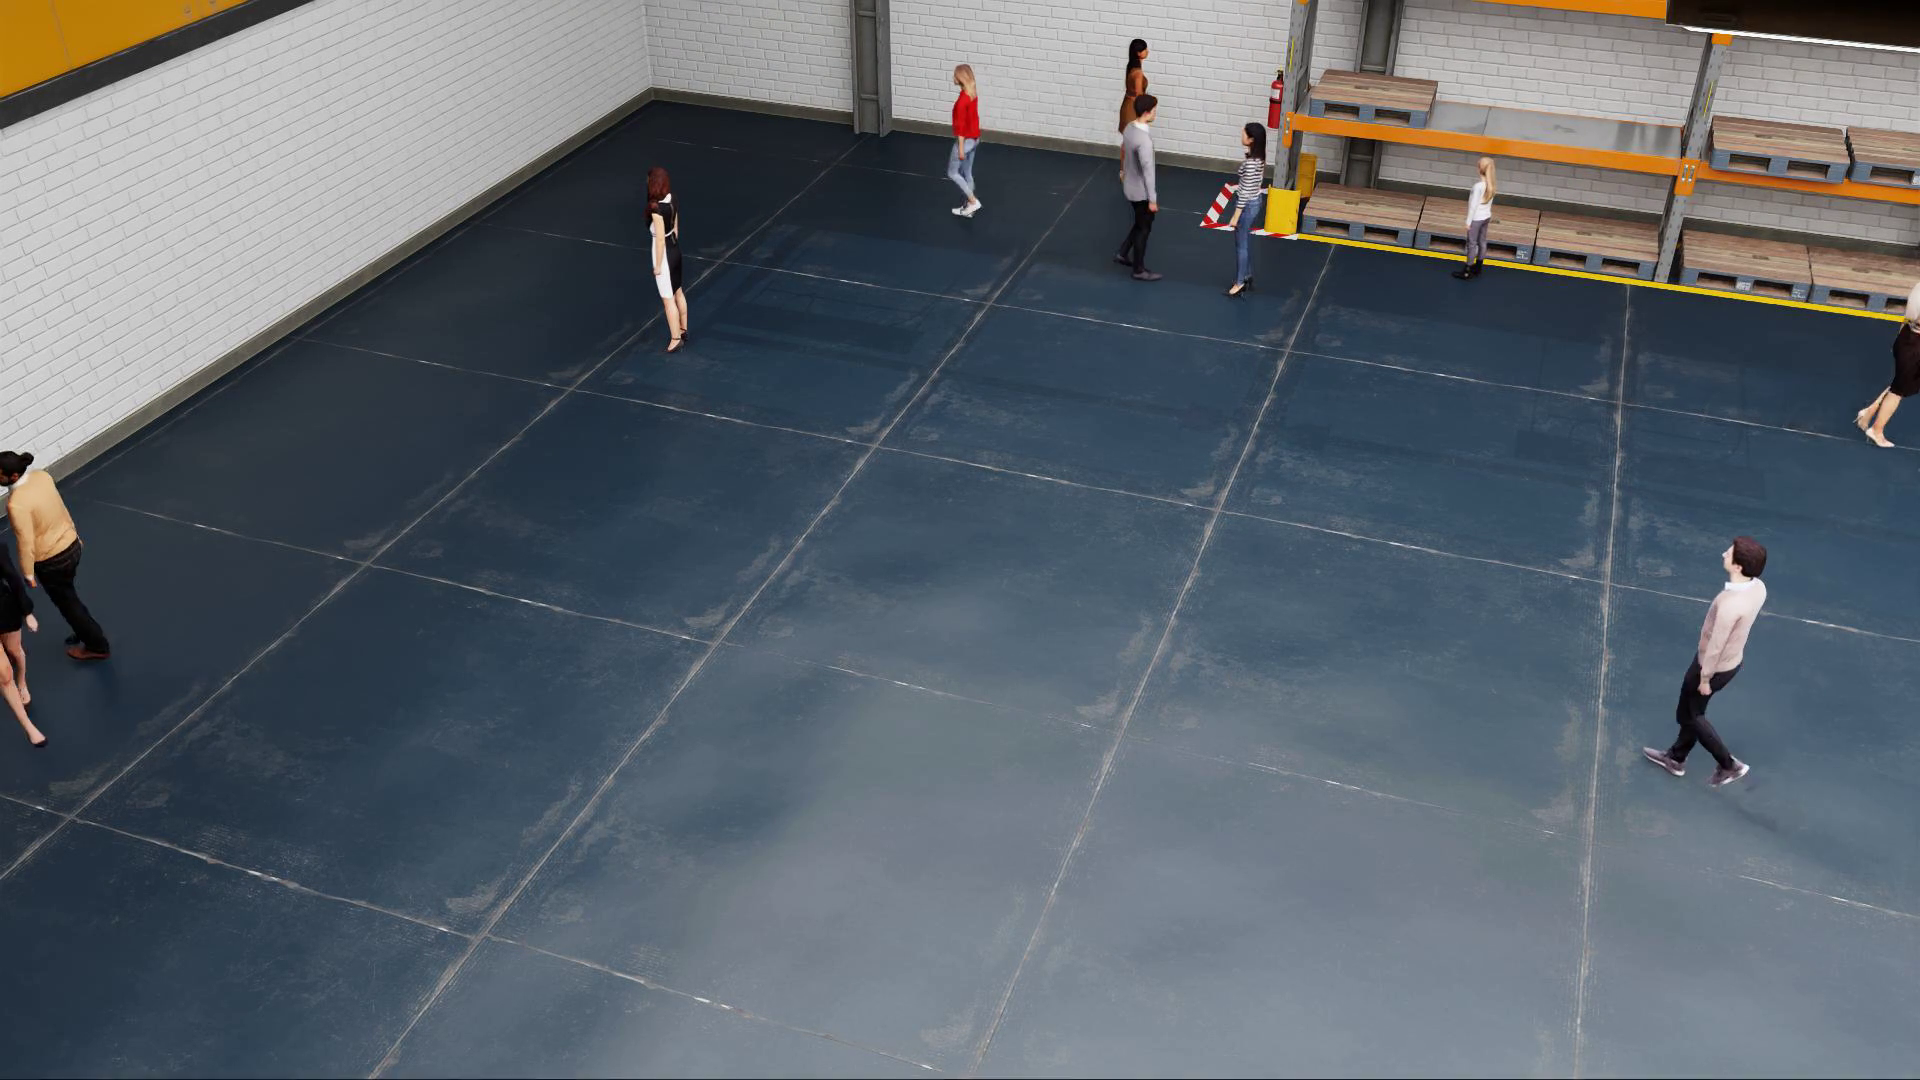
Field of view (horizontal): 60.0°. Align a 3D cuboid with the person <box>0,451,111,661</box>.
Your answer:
[{"bbox_3d":[-6.104,0.124,11.340,0.760,1.726,0.779,1,34,1],"label":"person"}]

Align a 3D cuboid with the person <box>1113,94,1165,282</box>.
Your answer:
[{"bbox_3d":[1.727,-3.520,16.655,0.938,1.911,0.917,-4,34,-5],"label":"person"}]

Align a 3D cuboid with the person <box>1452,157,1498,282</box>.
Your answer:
[{"bbox_3d":[5.262,-3.255,16.827,0.576,1.278,0.622,-22,39,-29],"label":"person"}]

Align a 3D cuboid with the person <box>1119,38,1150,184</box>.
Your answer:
[{"bbox_3d":[1.960,-4.829,18.825,0.639,1.690,0.633,-3,34,-5],"label":"person"}]

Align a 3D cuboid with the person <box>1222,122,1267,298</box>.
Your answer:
[{"bbox_3d":[2.832,-3.223,16.314,0.511,1.794,0.617,12,35,17],"label":"person"}]

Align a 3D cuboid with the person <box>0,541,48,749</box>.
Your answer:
[{"bbox_3d":[-6.279,0.500,10.777,0.890,1.724,1.066,-21,39,-28],"label":"person"}]

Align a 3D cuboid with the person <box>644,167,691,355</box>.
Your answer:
[{"bbox_3d":[-2.699,-2.579,15.344,0.502,1.796,0.600,8,35,12],"label":"person"}]

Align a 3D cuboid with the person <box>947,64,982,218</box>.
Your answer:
[{"bbox_3d":[0.132,-4.293,18.014,0.605,1.693,0.622,12,35,17],"label":"person"}]

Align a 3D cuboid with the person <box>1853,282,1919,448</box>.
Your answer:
[{"bbox_3d":[7.803,-1.550,13.847,0.711,1.739,0.628,9,35,14],"label":"person"}]

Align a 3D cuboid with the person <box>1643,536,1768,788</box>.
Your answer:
[{"bbox_3d":[4.723,0.795,10.269,0.864,1.795,1.003,-27,42,-34],"label":"person"}]
